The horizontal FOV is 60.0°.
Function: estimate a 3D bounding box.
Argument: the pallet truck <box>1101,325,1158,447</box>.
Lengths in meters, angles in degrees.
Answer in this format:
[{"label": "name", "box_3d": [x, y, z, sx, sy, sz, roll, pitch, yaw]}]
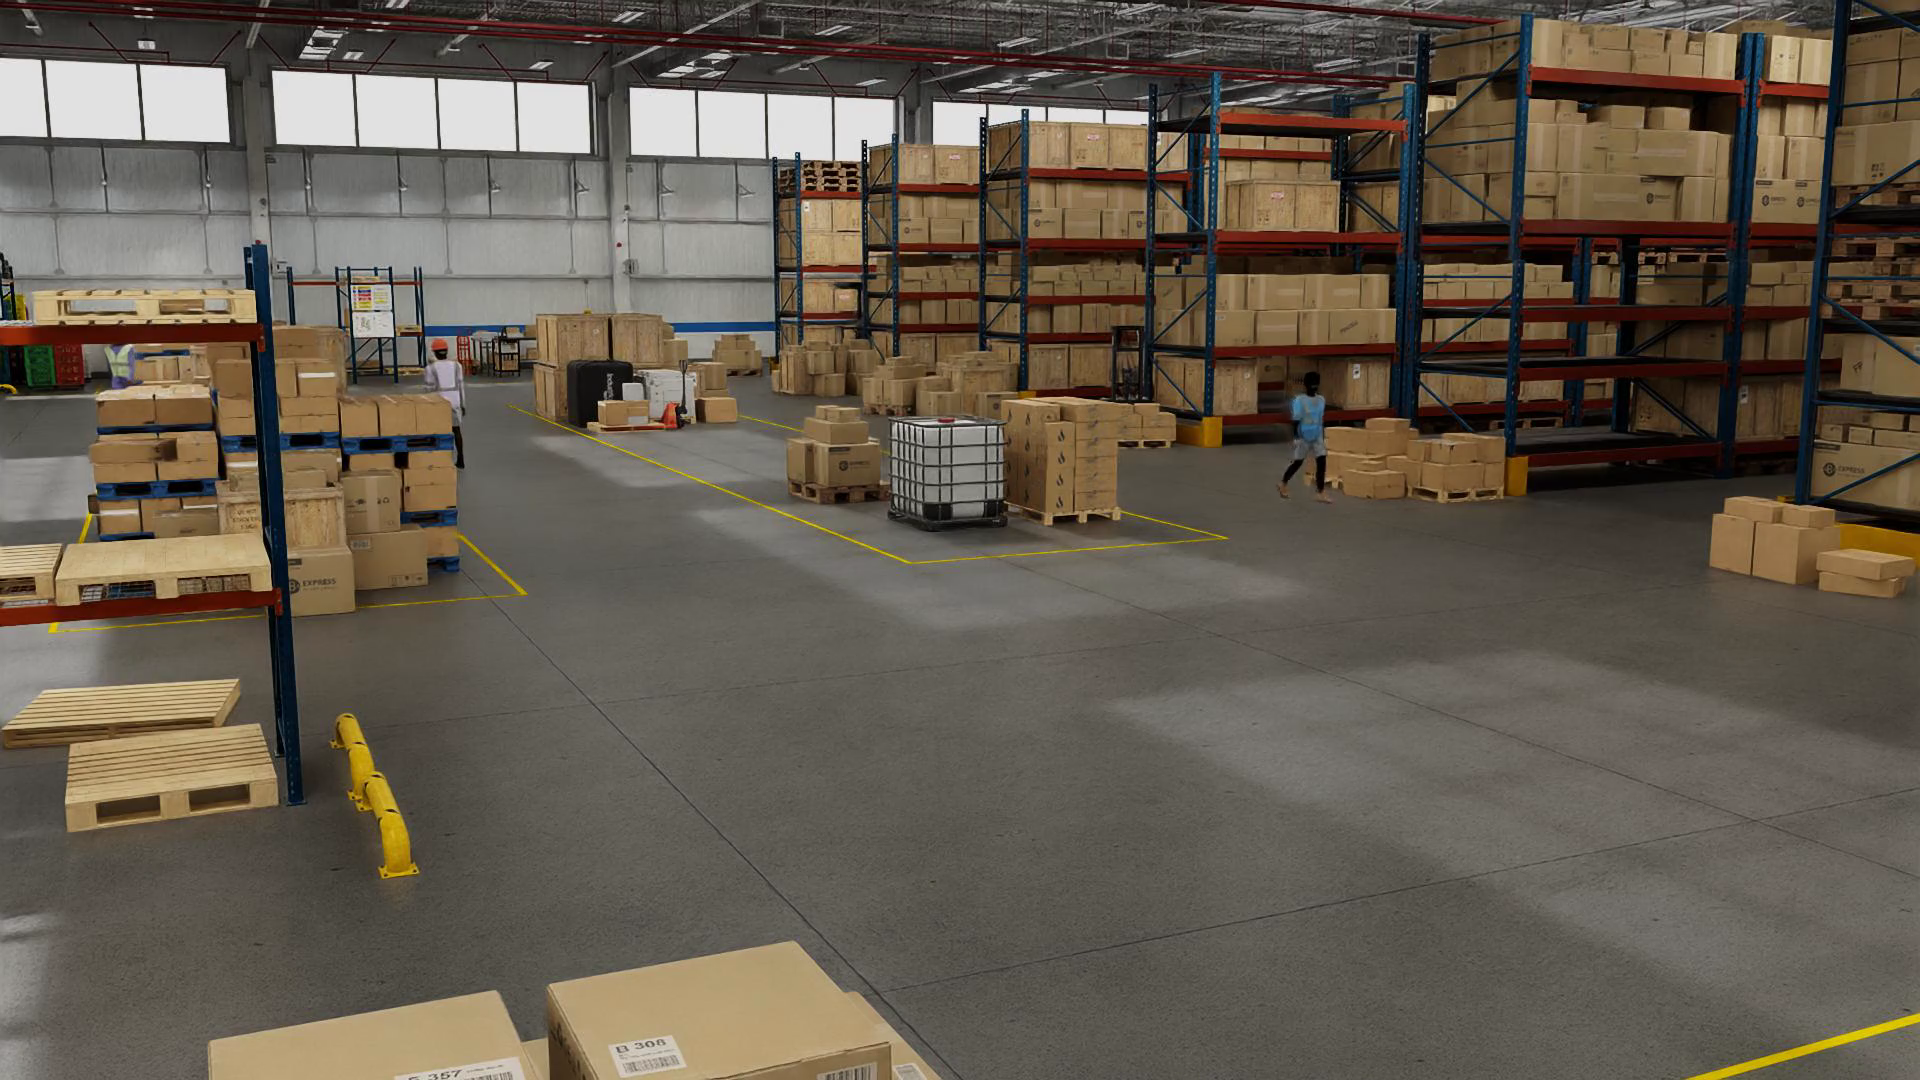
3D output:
[{"label": "pallet truck", "box_3d": [2.881, -2.596, 27.923, 0.823, 1.965, 1.885, -1, 9, -7]}]

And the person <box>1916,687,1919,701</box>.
[{"label": "person", "box_3d": [6.707, 0.133, 11.104, 0.639, 1.964, 0.362, -8, 12, -39]}]

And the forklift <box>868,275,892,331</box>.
[{"label": "forklift", "box_3d": [-2.108, -5.547, 43.503, 1.873, 2.768, 1.129, -4, 10, -25]}]

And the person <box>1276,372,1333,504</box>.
[{"label": "person", "box_3d": [4.362, -1.306, 20.990, 0.535, 1.660, 0.793, -5, 10, -29]}]

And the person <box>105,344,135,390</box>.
[{"label": "person", "box_3d": [-15.625, -3.032, 31.065, 0.587, 1.868, 1.001, 0, 9, 1]}]

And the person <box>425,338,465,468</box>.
[{"label": "person", "box_3d": [-7.544, -1.992, 24.395, 0.551, 1.930, 0.377, -5, 11, -29]}]
